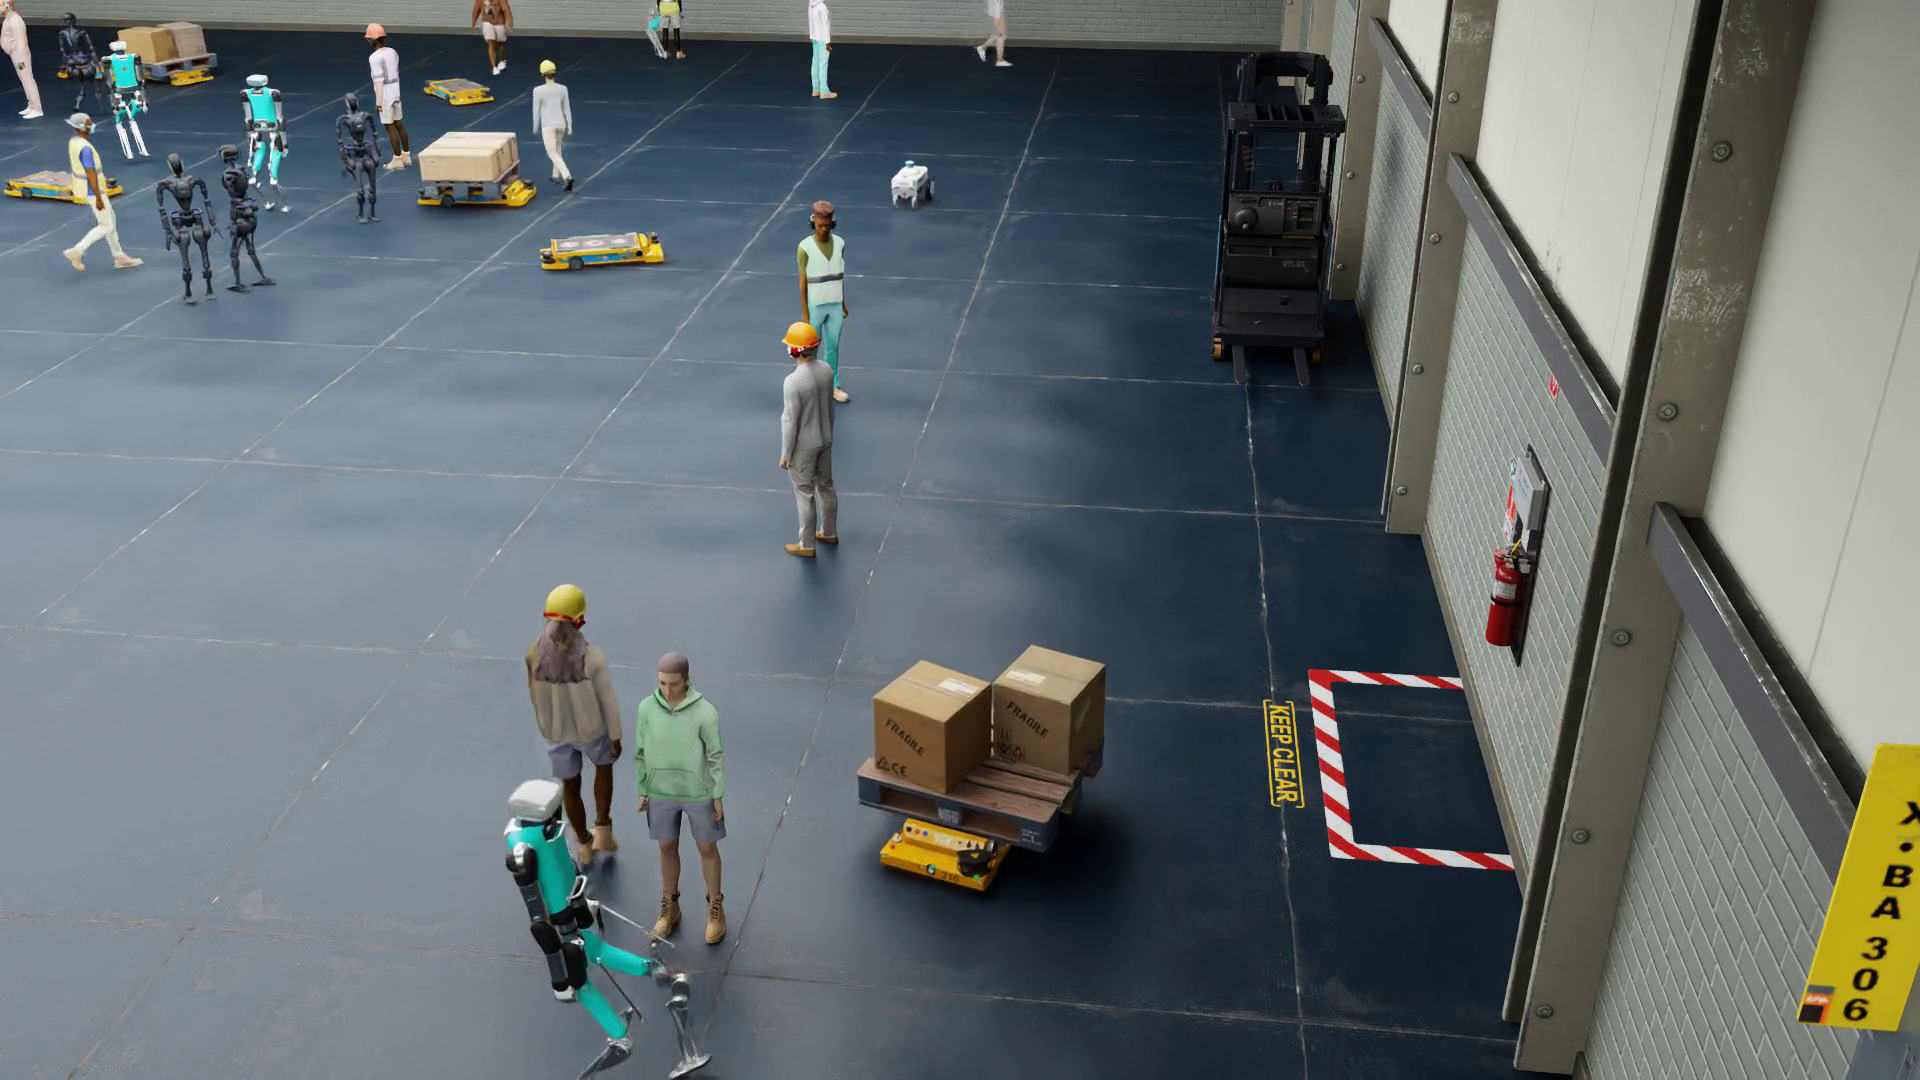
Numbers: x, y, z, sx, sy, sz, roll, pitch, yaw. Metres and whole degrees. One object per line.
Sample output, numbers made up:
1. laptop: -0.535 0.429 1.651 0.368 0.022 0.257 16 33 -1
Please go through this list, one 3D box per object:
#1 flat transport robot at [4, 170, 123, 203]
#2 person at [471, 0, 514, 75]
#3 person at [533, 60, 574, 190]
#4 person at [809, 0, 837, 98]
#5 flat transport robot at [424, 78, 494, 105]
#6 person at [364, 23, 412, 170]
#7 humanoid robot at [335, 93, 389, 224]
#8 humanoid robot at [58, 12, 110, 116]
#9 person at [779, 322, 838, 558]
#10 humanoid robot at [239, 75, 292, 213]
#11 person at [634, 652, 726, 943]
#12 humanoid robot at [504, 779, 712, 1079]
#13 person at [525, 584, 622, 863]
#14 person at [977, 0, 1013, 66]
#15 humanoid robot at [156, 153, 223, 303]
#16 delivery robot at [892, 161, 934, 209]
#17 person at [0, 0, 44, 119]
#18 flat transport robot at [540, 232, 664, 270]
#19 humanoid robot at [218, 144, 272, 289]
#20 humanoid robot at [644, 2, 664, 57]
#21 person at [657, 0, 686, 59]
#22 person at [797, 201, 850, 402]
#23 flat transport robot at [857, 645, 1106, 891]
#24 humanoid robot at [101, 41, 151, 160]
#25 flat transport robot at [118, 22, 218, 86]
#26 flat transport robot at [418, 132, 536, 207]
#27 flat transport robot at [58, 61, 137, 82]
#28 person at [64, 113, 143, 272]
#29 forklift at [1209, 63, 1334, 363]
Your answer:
1. flat transport robot: -12.297 -4.834 22.789 1.431 0.231 0.659 9 28 17
2. person: -8.502 -9.424 30.241 0.764 1.808 0.886 -4 27 -8
3. person: -5.583 -5.720 22.918 0.516 1.731 0.778 -24 35 -39
4. person: -2.369 -8.501 28.271 0.363 1.915 0.500 -18 32 -31
5. flat transport robot: -8.584 -7.674 28.458 0.659 0.231 1.431 -19 32 -33
6. person: -8.232 -6.351 23.841 0.390 2.040 0.613 5 27 10
7. humanoid robot: -7.657 -4.898 21.343 0.609 1.655 0.365 -23 35 -38
8. humanoid robot: -14.231 -7.661 26.885 0.610 1.645 0.600 1 27 3
9. person: -1.177 -0.776 12.887 0.380 1.890 0.562 18 32 31
10. humanoid robot: -9.090 -5.120 21.685 0.535 1.765 0.684 1 27 2
11. person: -1.464 1.353 8.797 0.472 1.738 0.348 2 27 5
12. humanoid robot: -1.535 1.900 7.748 0.987 1.772 0.556 1 27 2
13. person: -2.159 1.054 9.389 0.528 1.743 0.439 0 27 1
14. person: 0.664 -9.727 30.792 0.590 1.859 0.510 0 27 -1
15. humanoid robot: -8.552 -3.473 18.497 0.601 1.653 0.333 -18 32 -32
16. delivery robot: -0.669 -4.802 22.392 0.499 0.583 0.767 6 27 12
17. person: -15.239 -7.815 26.914 0.414 1.908 0.641 -17 31 -30
18. flat transport robot: -4.337 -3.492 20.110 1.431 0.231 0.659 -6 27 -13
19. humanoid robot: -8.235 -3.684 18.916 0.497 1.640 0.608 -3 27 -6
20. humanoid robot: -5.754 -10.138 31.723 0.728 1.768 0.551 3 27 7
21. person: -5.482 -9.980 31.462 0.536 1.699 0.318 6 27 13
22. person: -1.290 -2.235 15.694 0.485 1.978 0.401 -17 31 -31
23. flat transport robot: 0.120 1.561 10.022 0.659 0.231 1.431 11 29 21
24. humanoid robot: -12.127 -6.411 24.148 0.533 1.677 0.735 -21 33 -36
25. flat transport robot: -14.132 -8.348 29.804 1.431 0.231 0.659 16 31 28
26. flat transport robot: -6.542 -4.706 22.534 1.431 0.231 0.659 1 27 1
27. flat transport robot: -15.471 -8.466 30.039 1.431 0.231 0.659 8 28 15
28. person: -10.164 -4.034 19.412 0.739 1.873 0.525 -18 32 -31
29. forklift: 3.241 -3.477 17.183 1.129 2.768 1.873 3 27 6
